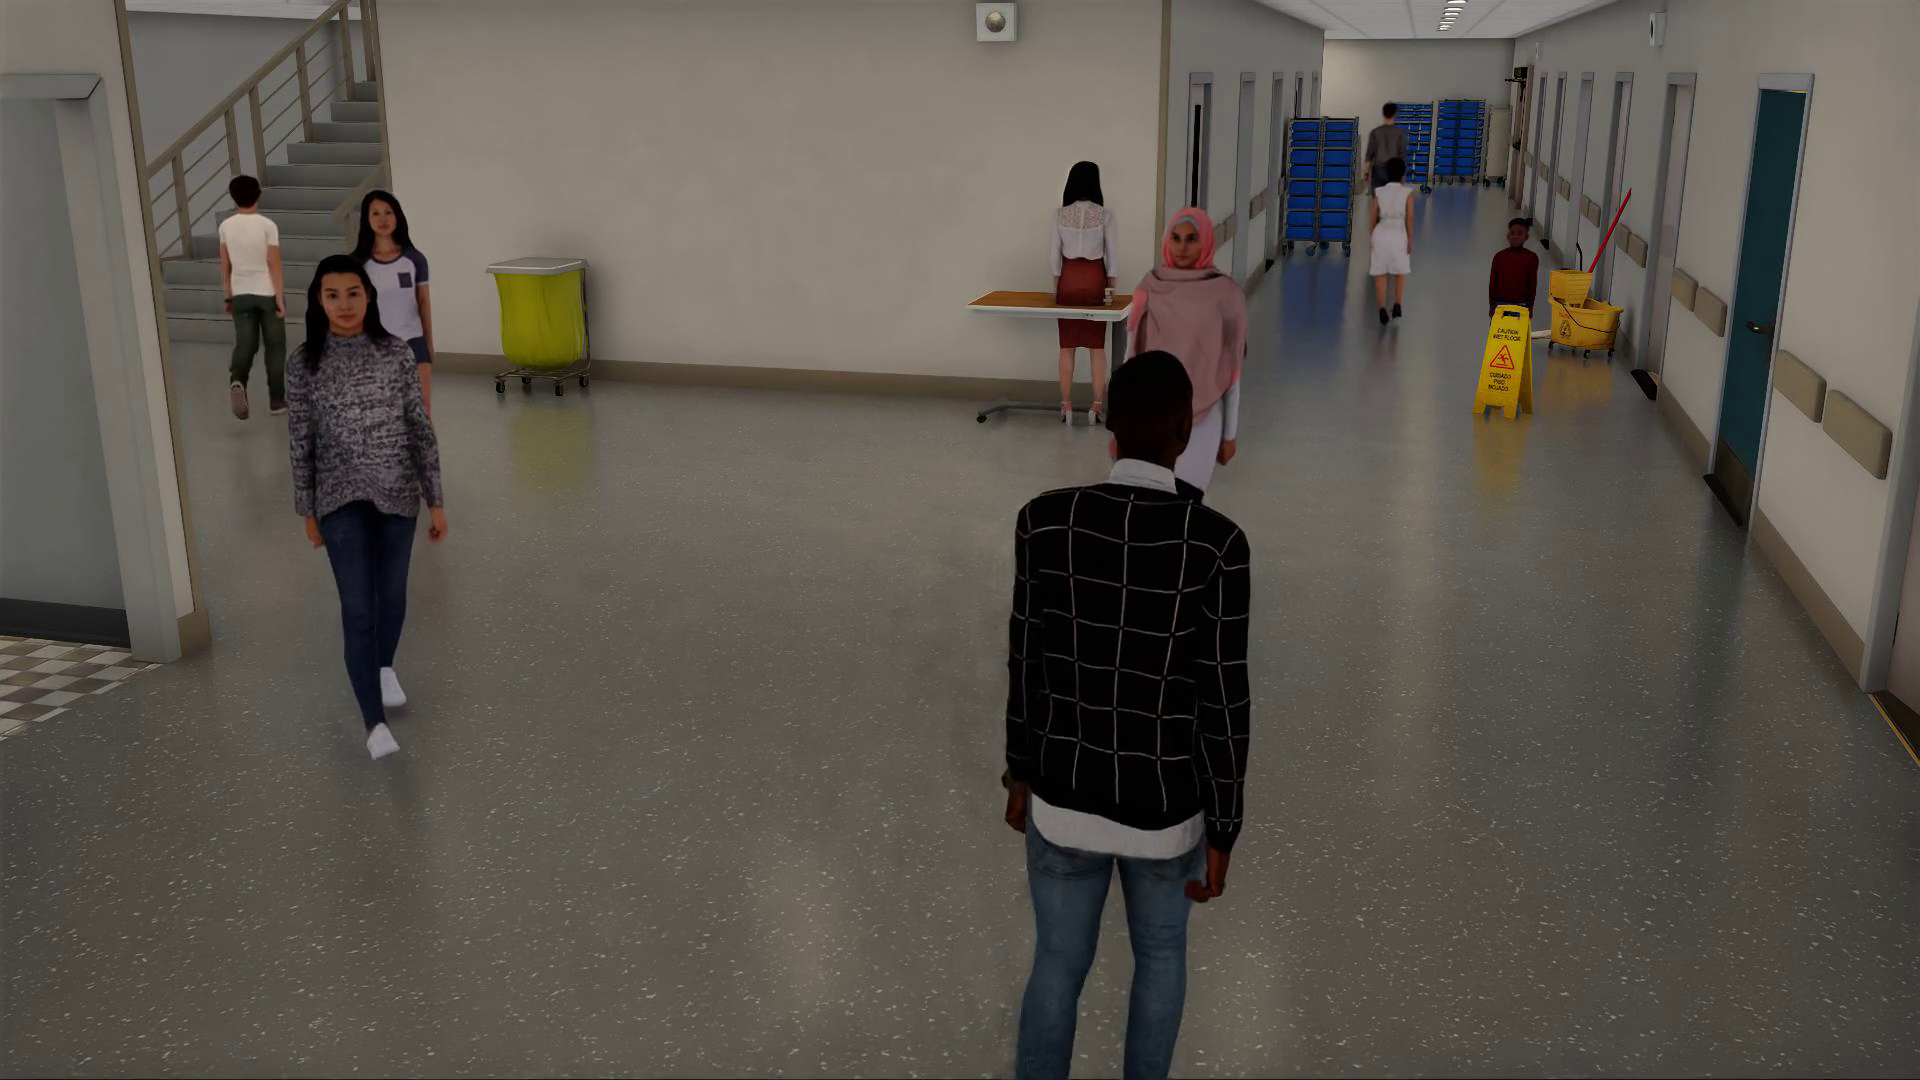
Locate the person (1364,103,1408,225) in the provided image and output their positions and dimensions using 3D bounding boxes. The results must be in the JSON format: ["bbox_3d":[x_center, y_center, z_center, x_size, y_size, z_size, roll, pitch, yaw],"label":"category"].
[{"bbox_3d":[5.790,-4.960,22.687,0.707,1.867,1.110,4,16,14],"label":"person"}]

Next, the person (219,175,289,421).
[{"bbox_3d":[-4.766,-1.598,11.194,0.812,1.630,1.094,-1,16,-5],"label":"person"}]

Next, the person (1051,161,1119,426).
[{"bbox_3d":[0.825,-1.645,11.139,0.614,1.751,0.536,2,16,9],"label":"person"}]

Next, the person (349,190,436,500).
[{"bbox_3d":[-3.157,-1.061,9.250,1.026,1.652,1.188,-6,17,-20],"label":"person"}]

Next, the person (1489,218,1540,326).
[{"bbox_3d":[4.212,-1.828,12.708,0.523,1.253,0.522,7,17,23],"label":"person"}]

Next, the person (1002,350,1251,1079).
[{"bbox_3d":[0.282,0.551,3.263,0.653,1.799,1.025,5,16,16],"label":"person"}]

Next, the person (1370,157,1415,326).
[{"bbox_3d":[4.015,-2.766,15.521,0.598,1.532,0.821,6,17,19],"label":"person"}]

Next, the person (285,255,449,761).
[{"bbox_3d":[-2.090,-0.126,5.885,1.130,1.679,1.191,-9,18,-28],"label":"person"}]

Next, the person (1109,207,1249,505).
[{"bbox_3d":[0.922,-0.455,6.889,0.755,1.768,1.103,7,17,25],"label":"person"}]
